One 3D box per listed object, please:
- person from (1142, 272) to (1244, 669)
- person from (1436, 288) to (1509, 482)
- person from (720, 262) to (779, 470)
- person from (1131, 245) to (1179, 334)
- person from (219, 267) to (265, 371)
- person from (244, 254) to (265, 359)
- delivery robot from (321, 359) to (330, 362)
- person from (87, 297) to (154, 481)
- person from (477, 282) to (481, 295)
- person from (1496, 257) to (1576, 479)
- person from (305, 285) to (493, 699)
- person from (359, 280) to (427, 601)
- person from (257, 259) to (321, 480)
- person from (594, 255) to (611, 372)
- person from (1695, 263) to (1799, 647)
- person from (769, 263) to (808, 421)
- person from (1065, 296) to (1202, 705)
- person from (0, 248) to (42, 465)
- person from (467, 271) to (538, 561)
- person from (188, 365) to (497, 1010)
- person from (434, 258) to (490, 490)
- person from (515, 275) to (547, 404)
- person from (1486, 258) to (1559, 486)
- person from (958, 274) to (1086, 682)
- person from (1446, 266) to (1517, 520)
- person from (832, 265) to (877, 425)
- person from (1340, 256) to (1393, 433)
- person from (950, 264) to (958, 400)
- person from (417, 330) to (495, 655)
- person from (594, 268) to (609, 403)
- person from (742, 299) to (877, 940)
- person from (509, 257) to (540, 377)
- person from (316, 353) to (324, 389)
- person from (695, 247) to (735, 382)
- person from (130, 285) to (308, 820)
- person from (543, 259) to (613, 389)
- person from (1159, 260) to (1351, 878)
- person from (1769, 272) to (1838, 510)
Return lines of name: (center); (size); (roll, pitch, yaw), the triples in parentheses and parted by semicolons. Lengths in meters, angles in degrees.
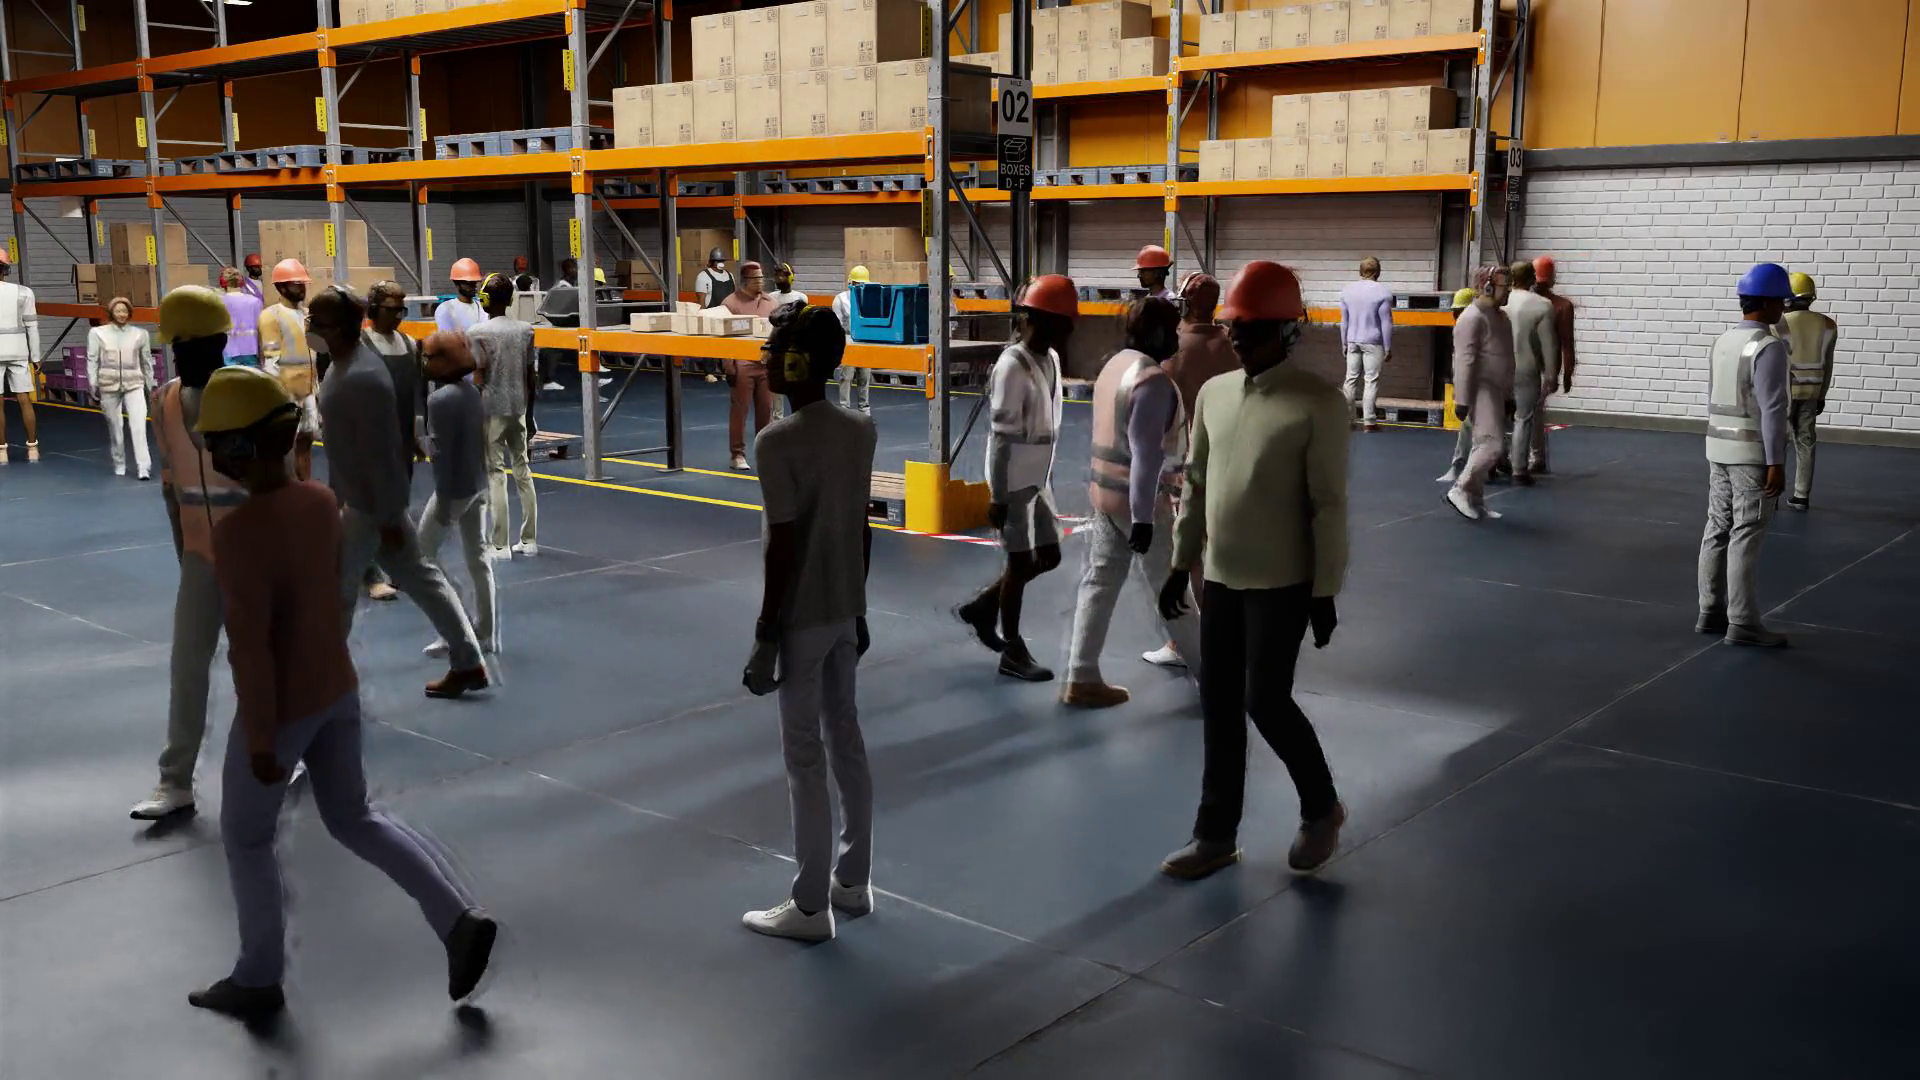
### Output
person: (1.129, -0.334, 8.063); (0.639, 1.911, 0.402); (-8, 13, -37)
person: (4.550, -1.353, 14.511); (0.854, 1.683, 0.503); (-3, 10, -17)
person: (-1.889, -1.590, 15.258); (0.647, 1.900, 0.395); (-9, 13, -42)
person: (1.546, -1.325, 13.320); (0.391, 2.041, 0.615); (-2, 10, -13)
person: (-7.290, -1.837, 16.834); (0.387, 1.837, 0.567); (8, 13, 39)
person: (-10.016, -3.101, 23.720); (0.354, 1.942, 0.545); (3, 10, 17)
delivery robot: (-10.768, -3.203, 27.978); (0.707, 0.478, 0.477); (-7, 12, -35)
person: (-7.365, -1.329, 14.622); (0.518, 1.597, 0.831); (-5, 11, -26)
person: (-9.325, -4.385, 31.898); (0.500, 1.636, 0.281); (-9, 13, -41)
person: (4.976, -1.491, 14.582); (1.019, 1.928, 0.675); (-8, 13, -39)
person: (-2.578, -0.164, 7.226); (1.063, 1.873, 0.741); (-4, 11, -23)
person: (-3.324, -0.582, 9.669); (0.351, 1.840, 0.506); (5, 11, 28)
person: (-4.987, -1.133, 12.515); (0.354, 1.942, 0.545); (3, 10, 14)
person: (-5.988, -3.712, 27.287); (0.410, 1.913, 0.642); (-5, 11, -27)
person: (4.032, -0.434, 8.515); (0.384, 1.948, 0.605); (-1, 10, -4)
person: (-1.869, -2.031, 17.852); (0.517, 1.865, 0.327); (4, 11, 20)
person: (0.892, -0.154, 7.312); (0.916, 1.801, 0.644); (-3, 10, -15)
person: (-8.968, -1.723, 15.587); (0.615, 2.040, 0.391); (-8, 13, -39)
person: (-2.974, -0.796, 10.789); (0.328, 1.876, 0.514); (8, 13, 37)
person: (-1.655, 0.412, 4.307); (0.781, 1.732, 0.536); (2, 10, 11)
person: (-4.052, -1.353, 13.780); (0.360, 1.938, 0.546); (6, 12, 31)
person: (-5.696, -2.631, 21.770); (0.563, 1.664, 0.542); (-8, 13, -39)
person: (4.744, -1.416, 14.145); (0.417, 1.936, 0.653); (-10, 14, -44)
person: (0.266, -0.284, 7.786); (0.651, 1.901, 0.574); (6, 12, 31)
person: (3.918, -1.072, 12.331); (0.436, 1.892, 0.653); (7, 12, 35)
person: (-1.164, -2.208, 18.968); (0.589, 1.825, 0.403); (-7, 12, -35)
person: (4.461, -2.141, 18.285); (0.628, 1.931, 0.358); (9, 14, 43)
person: (-0.227, -2.779, 22.205); (0.404, 1.827, 0.599); (-3, 11, -19)
person: (-2.531, -0.222, 8.223); (0.458, 1.616, 0.534); (2, 10, 9)
person: (-4.779, -2.676, 21.826); (0.328, 1.759, 0.524); (-1, 10, -5)
person: (-0.445, 0.240, 4.890); (0.328, 1.877, 0.515); (6, 12, 31)
person: (-6.844, -3.486, 26.078); (0.355, 1.885, 0.575); (10, 14, 44)
person: (-8.863, -2.872, 23.187); (0.608, 1.677, 0.550); (1, 10, 8)
person: (-3.635, -3.417, 25.238); (0.538, 2.000, 0.689); (10, 14, 44)
person: (-2.648, 0.049, 5.941); (0.597, 1.883, 0.894); (1, 10, 8)
person: (-5.550, -3.082, 23.817); (0.993, 1.861, 0.616); (0, 10, -2)
person: (0.924, 0.108, 5.315); (0.526, 1.984, 0.640); (-7, 12, -34)
person: (6.431, -1.143, 12.872); (0.590, 1.837, 0.404); (-1, 10, -5)
